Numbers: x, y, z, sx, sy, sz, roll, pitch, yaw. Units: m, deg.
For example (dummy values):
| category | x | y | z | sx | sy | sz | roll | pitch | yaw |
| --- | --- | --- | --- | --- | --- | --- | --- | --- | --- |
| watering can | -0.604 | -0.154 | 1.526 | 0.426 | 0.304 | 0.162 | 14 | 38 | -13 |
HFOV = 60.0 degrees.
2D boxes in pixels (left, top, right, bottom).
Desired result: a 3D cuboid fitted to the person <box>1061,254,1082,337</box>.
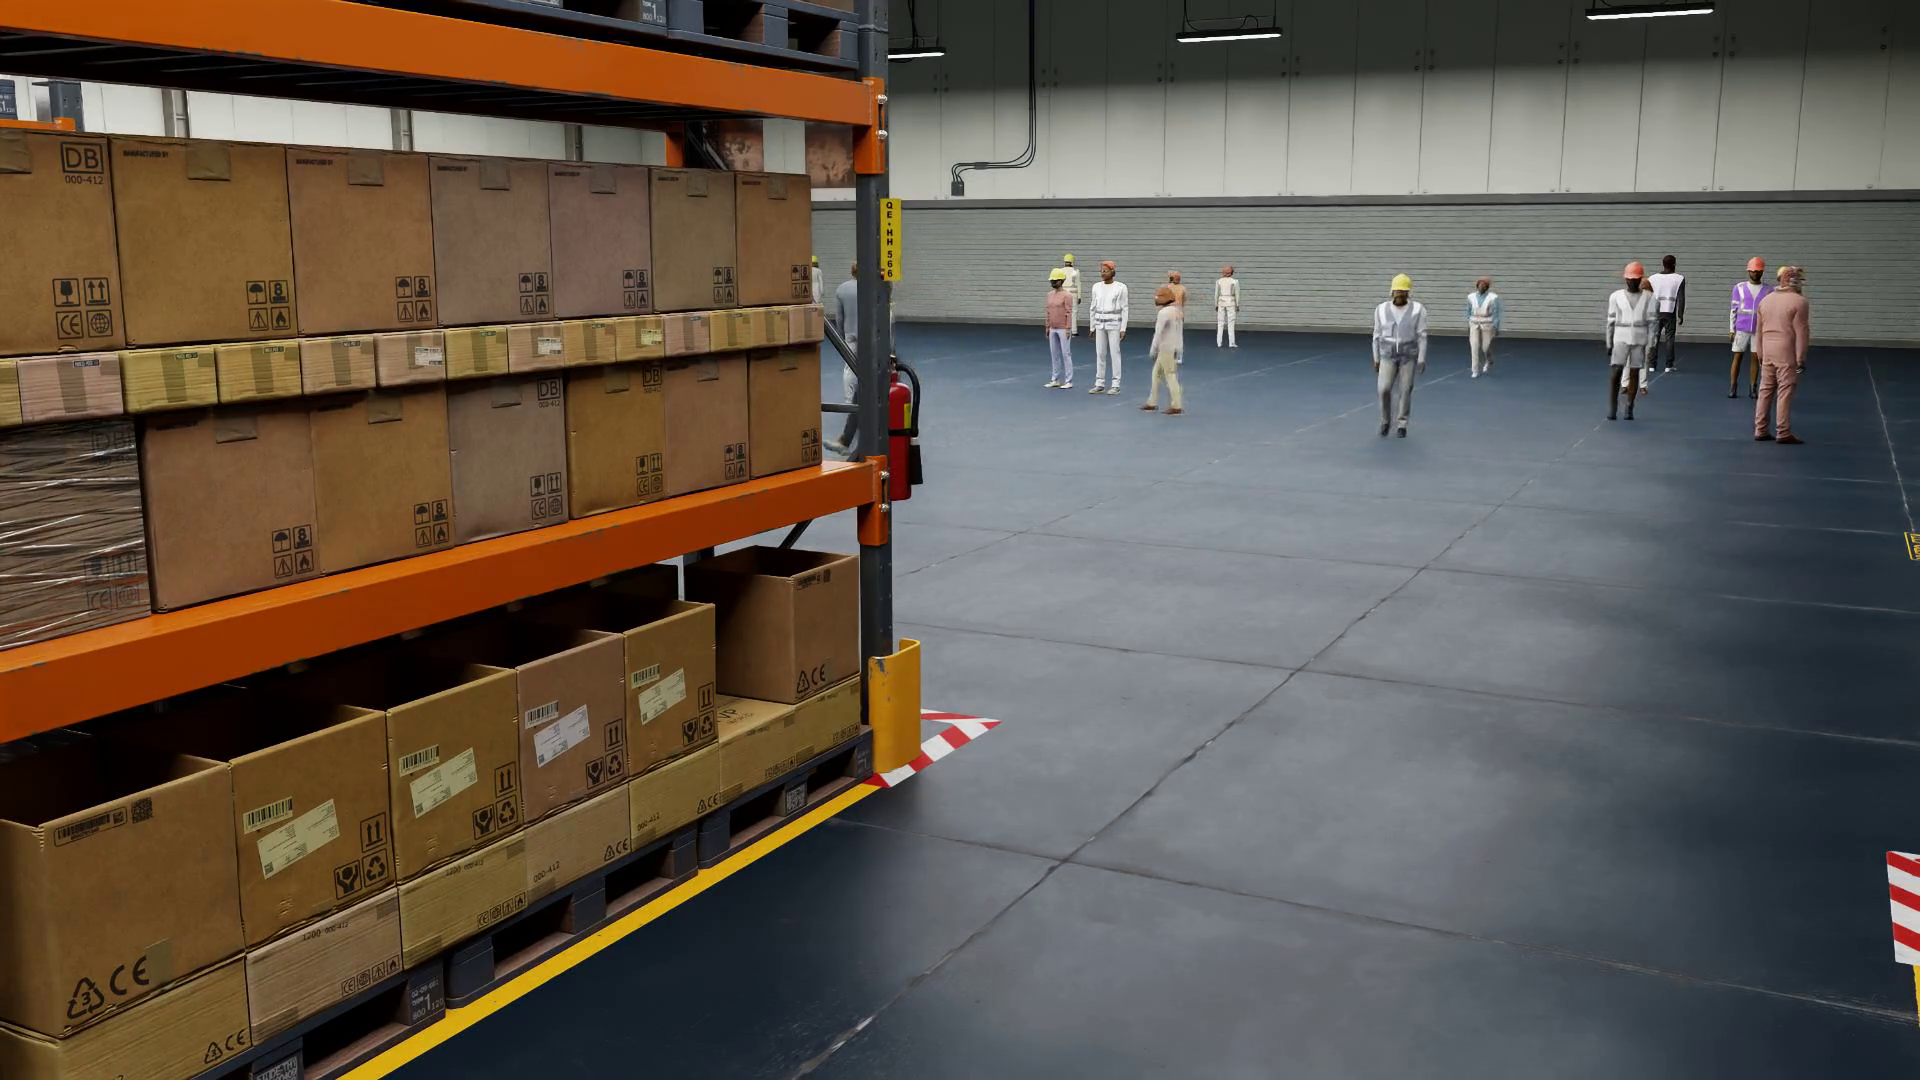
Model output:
| category | x | y | z | sx | sy | sz | roll | pitch | yaw |
| --- | --- | --- | --- | --- | --- | --- | --- | --- | --- |
| person | 2.402 | -5.379 | 36.635 | 0.588 | 1.837 | 0.404 | 4 | 11 | 19 |

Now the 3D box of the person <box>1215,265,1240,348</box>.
| category | x | y | z | sx | sy | sz | roll | pitch | yaw |
| --- | --- | --- | --- | --- | --- | --- | --- | --- | --- |
| person | 5.351 | -4.673 | 33.320 | 0.518 | 1.639 | 0.312 | 6 | 12 | 30 |

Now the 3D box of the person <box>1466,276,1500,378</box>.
| category | x | y | z | sx | sy | sz | roll | pitch | yaw |
| --- | --- | --- | --- | --- | --- | --- | --- | --- | --- |
| person | 8.305 | -3.382 | 26.374 | 0.520 | 1.615 | 0.582 | 6 | 12 | 29 |

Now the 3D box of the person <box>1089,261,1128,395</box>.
| category | x | y | z | sx | sy | sz | roll | pitch | yaw |
| --- | --- | --- | --- | --- | --- | --- | --- | --- | --- |
| person | 2.087 | -2.987 | 23.459 | 0.584 | 1.882 | 0.337 | 7 | 13 | 35 |

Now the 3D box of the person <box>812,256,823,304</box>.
| category | x | y | z | sx | sy | sz | roll | pitch | yaw |
| --- | --- | --- | --- | --- | --- | --- | --- | --- | --- |
| person | -3.591 | -6.116 | 40.912 | 0.492 | 1.741 | 0.323 | 4 | 11 | 20 |

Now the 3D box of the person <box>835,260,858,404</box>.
| category | x | y | z | sx | sy | sz | roll | pitch | yaw |
| --- | --- | --- | --- | --- | --- | --- | --- | --- | --- |
| person | -1.286 | -2.623 | 21.323 | 0.638 | 1.938 | 0.357 | 5 | 12 | 26 |

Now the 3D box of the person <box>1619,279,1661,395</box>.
| category | x | y | z | sx | sy | sz | roll | pitch | yaw |
| --- | --- | --- | --- | --- | --- | --- | --- | --- | --- |
| person | 9.605 | -2.870 | 23.507 | 0.498 | 1.633 | 0.284 | 5 | 11 | 25 |

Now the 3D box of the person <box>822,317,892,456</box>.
| category | x | y | z | sx | sy | sz | roll | pitch | yaw |
| --- | --- | --- | --- | --- | --- | --- | --- | --- | --- |
| person | -0.966 | -1.721 | 16.761 | 0.905 | 1.805 | 0.539 | -7 | 12 | -33 |

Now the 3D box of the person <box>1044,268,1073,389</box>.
| category | x | y | z | sx | sy | sz | roll | pitch | yaw |
| --- | --- | --- | --- | --- | --- | --- | --- | --- | --- |
| person | 1.441 | -3.099 | 24.424 | 0.350 | 1.759 | 0.522 | -9 | 14 | -40 |

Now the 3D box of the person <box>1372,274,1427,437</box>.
| category | x | y | z | sx | sy | sz | roll | pitch | yaw |
| --- | --- | --- | --- | --- | --- | --- | --- | --- | --- |
| person | 4.863 | -2.027 | 18.428 | 0.602 | 1.814 | 0.495 | 4 | 11 | 19 |

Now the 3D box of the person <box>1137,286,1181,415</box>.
| category | x | y | z | sx | sy | sz | roll | pitch | yaw |
| --- | --- | --- | --- | --- | --- | --- | --- | --- | --- |
| person | 2.472 | -2.369 | 20.820 | 0.719 | 1.602 | 0.535 | 4 | 11 | 21 |

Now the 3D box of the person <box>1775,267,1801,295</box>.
| category | x | y | z | sx | sy | sz | roll | pitch | yaw |
| --- | --- | --- | --- | --- | --- | --- | --- | --- | --- |
| person | 13.063 | -3.468 | 26.494 | 0.540 | 1.717 | 0.926 | 4 | 11 | 21 |

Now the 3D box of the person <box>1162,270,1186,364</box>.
| category | x | y | z | sx | sy | sz | roll | pitch | yaw |
| --- | --- | --- | --- | --- | --- | --- | --- | --- | --- |
| person | 3.697 | -3.853 | 28.835 | 0.522 | 1.645 | 0.305 | -7 | 12 | -33 |

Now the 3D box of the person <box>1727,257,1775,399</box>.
| category | x | y | z | sx | sy | sz | roll | pitch | yaw |
| --- | --- | --- | --- | --- | --- | --- | --- | --- | --- |
| person | 10.886 | -2.910 | 22.892 | 0.542 | 1.939 | 0.361 | 4 | 11 | 19 |

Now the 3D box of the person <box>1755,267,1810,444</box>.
| category | x | y | z | sx | sy | sz | roll | pitch | yaw |
| --- | --- | --- | --- | --- | --- | --- | --- | --- | --- |
| person | 8.926 | -1.996 | 18.006 | 0.399 | 1.904 | 0.644 | -3 | 11 | -18 |

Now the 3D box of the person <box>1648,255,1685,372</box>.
| category | x | y | z | sx | sy | sz | roll | pitch | yaw |
| --- | --- | --- | --- | --- | --- | --- | --- | --- | --- |
| person | 11.631 | -3.735 | 27.451 | 0.594 | 1.915 | 0.373 | 7 | 13 | 35 |

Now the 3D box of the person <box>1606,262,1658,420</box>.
| category | x | y | z | sx | sy | sz | roll | pitch | yaw |
| --- | --- | --- | --- | --- | --- | --- | --- | --- | --- |
| person | 8.120 | -2.390 | 20.125 | 0.556 | 1.912 | 0.655 | 3 | 11 | 18 |
